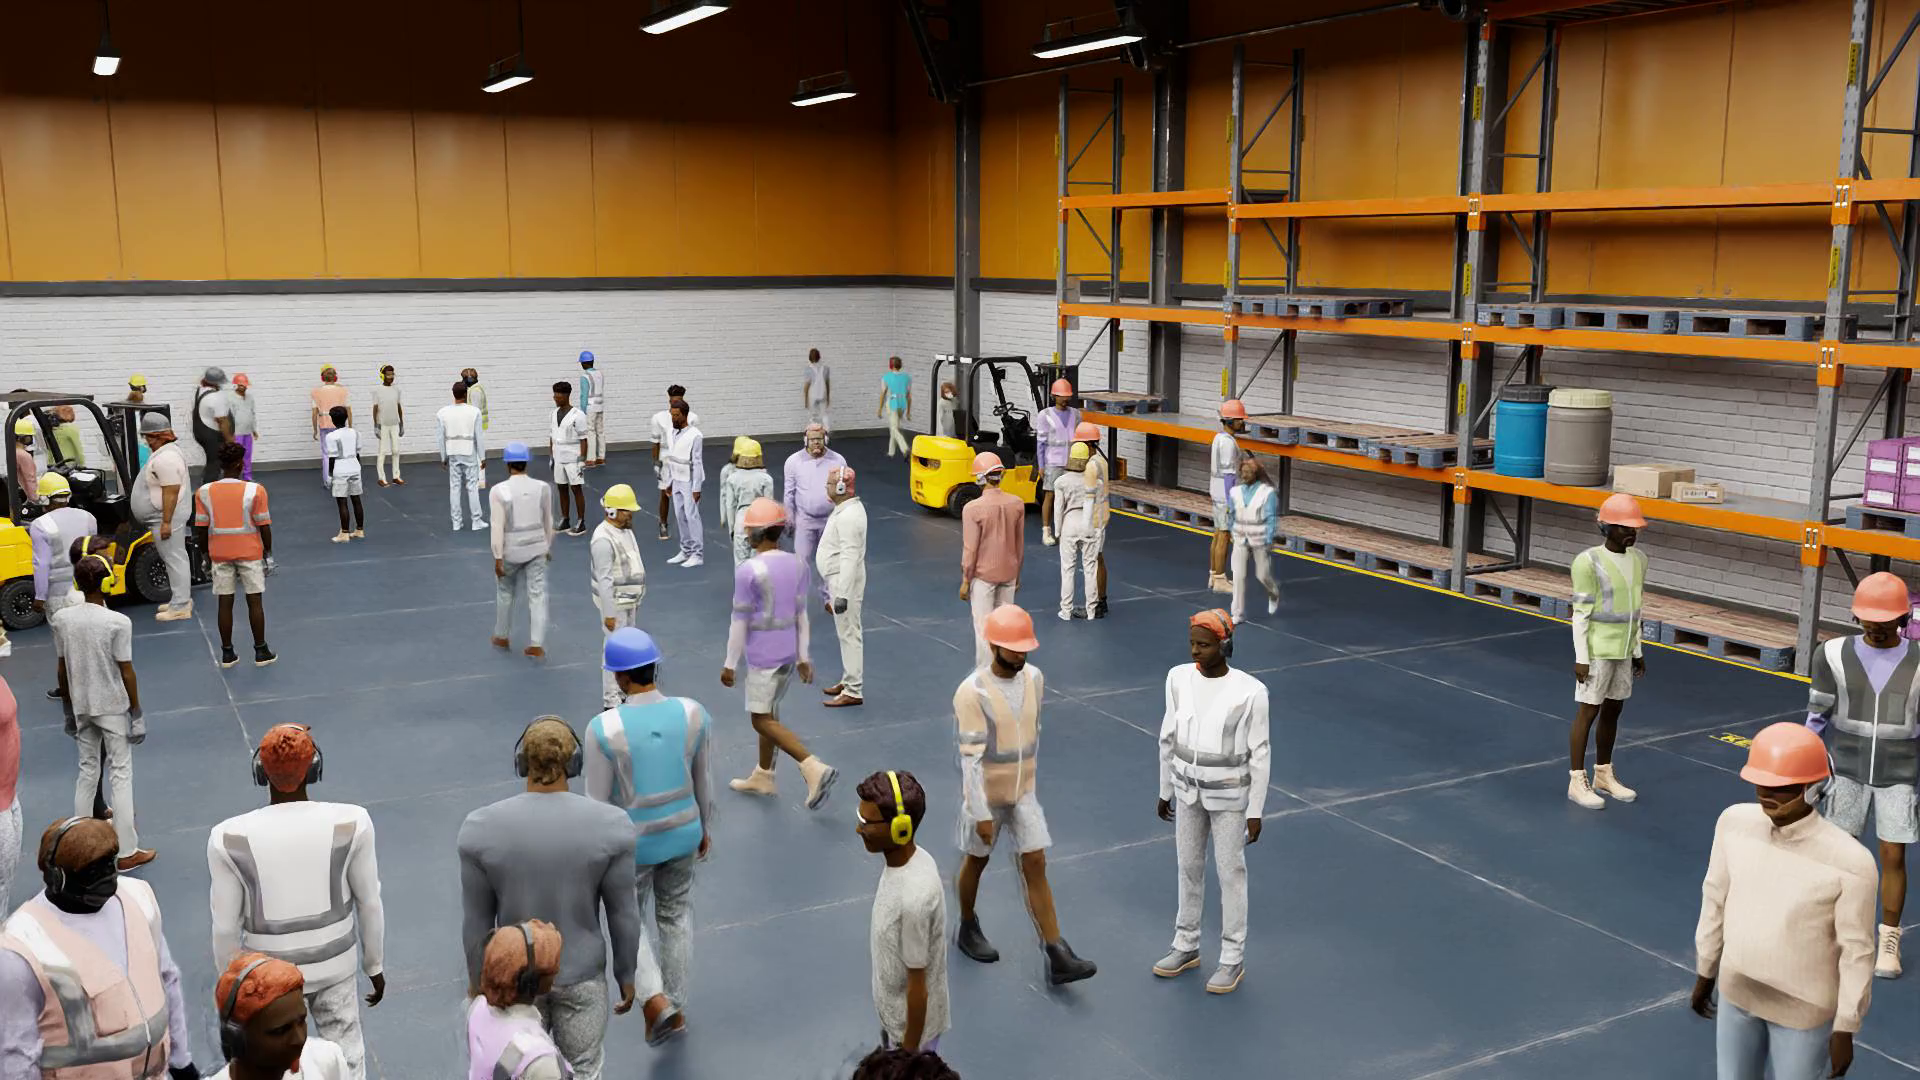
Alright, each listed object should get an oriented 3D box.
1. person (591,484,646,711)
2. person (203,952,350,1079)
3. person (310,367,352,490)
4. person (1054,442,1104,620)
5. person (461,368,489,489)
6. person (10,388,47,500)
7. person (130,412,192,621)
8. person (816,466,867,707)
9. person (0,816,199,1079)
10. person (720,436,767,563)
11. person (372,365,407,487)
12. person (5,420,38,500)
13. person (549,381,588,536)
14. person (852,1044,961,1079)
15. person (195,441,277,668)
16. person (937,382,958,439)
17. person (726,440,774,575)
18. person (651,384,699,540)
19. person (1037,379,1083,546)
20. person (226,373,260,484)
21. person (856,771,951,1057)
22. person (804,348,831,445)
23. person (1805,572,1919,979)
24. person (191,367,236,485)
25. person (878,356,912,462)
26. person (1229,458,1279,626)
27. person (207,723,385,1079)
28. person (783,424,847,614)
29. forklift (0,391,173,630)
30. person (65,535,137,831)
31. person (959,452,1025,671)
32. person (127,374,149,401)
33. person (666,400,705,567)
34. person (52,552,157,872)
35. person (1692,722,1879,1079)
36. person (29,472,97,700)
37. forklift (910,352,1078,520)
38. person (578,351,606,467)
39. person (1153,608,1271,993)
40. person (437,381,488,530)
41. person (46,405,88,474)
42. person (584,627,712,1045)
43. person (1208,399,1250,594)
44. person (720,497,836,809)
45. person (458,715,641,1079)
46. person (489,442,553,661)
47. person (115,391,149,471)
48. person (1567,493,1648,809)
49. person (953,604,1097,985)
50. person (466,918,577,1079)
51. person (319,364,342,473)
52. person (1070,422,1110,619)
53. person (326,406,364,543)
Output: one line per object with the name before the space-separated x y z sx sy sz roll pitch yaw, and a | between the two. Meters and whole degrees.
person | -2.621 0.468 12.810 0.403 1.821 0.602 1 10 5
person | -1.628 1.946 4.194 0.896 1.848 0.611 4 11 21
person | -9.449 -1.673 25.052 0.570 1.844 0.379 -4 11 -20
person | 1.155 -0.087 16.218 0.491 1.744 0.295 -1 10 -3
person | -7.368 -1.695 25.232 0.429 1.831 0.638 -3 10 -17
person | -11.103 -0.829 19.848 0.361 1.963 0.614 -3 10 -17
person | -7.793 -0.240 16.242 0.536 2.000 0.688 -4 11 -20
person | -0.934 0.360 13.171 0.407 1.910 0.640 0 10 -2
person | -2.751 1.762 5.325 0.429 1.838 0.631 3 10 18
person | -2.245 -0.278 17.453 0.501 1.702 0.764 0 10 0
person | -8.746 -1.748 25.470 0.326 1.856 0.518 8 13 39
person | -10.216 -0.438 18.193 0.536 1.763 0.331 8 13 38
person | -4.974 -1.037 21.049 0.613 1.962 0.362 6 12 33
person | -0.290 1.998 3.683 0.678 1.932 0.669 5 11 26
person | -6.240 0.125 14.359 0.614 1.963 0.362 -1 10 -7
person | -0.122 -1.647 25.638 0.311 1.593 0.695 6 11 31
person | -2.047 -0.115 16.380 0.487 1.744 0.312 2 10 12
person | -3.525 -0.968 20.712 0.619 1.954 0.394 -4 11 -21
person | 1.253 -0.946 20.318 0.630 2.036 0.417 -5 11 -26
person | -10.941 -1.675 25.369 0.354 1.743 0.565 3 10 15
person | -0.196 1.684 5.695 0.323 1.861 0.515 -1 10 -7
person | -2.587 -2.586 30.343 0.535 1.830 0.629 -5 11 -25
person | 4.525 1.155 8.269 0.613 2.029 0.408 6 12 31
person | -10.510 -1.498 23.488 0.547 2.000 0.784 -9 13 -42
person | -1.067 -2.247 28.490 0.566 1.805 0.887 -8 13 -38
person | 2.847 -0.001 16.074 0.516 1.618 0.703 7 12 34
person | -2.419 1.596 6.122 0.581 1.882 0.339 -4 11 -23
person | -1.408 -0.198 16.392 0.652 1.905 0.402 -3 10 -15
forklift | -9.026 -0.363 16.508 1.214 2.155 2.313 6 11 29
person | -5.322 0.891 10.264 0.312 1.859 0.596 -5 11 -25
person | 0.249 0.279 13.407 0.608 1.989 0.387 -8 12 -37
person | -12.165 -1.572 24.701 0.324 1.769 0.523 -9 14 -43
person | -3.122 -0.651 19.001 0.381 1.911 0.593 -9 13 -42
person | -4.971 1.000 9.637 0.511 1.862 0.324 2 10 11
person | 2.839 1.595 5.822 0.402 1.990 0.622 -6 11 -29
person | -7.189 0.368 13.345 0.403 1.830 0.599 3 10 19
forklift | 0.460 -1.461 22.833 2.313 2.155 1.214 -5 11 -28
person | -6.147 -2.181 27.721 0.416 1.939 0.604 3 10 19
person | 1.219 1.255 8.090 0.583 1.882 0.337 8 13 39
person | -6.409 -1.080 21.428 0.587 1.920 0.394 1 10 4
person | -11.670 -0.976 21.707 0.505 1.623 0.358 4 11 22
person | -1.370 1.345 7.472 0.630 1.927 0.529 -6 12 -31
person | 2.833 -0.459 17.502 0.390 2.040 0.614 0 10 0
person | -1.156 0.737 10.699 0.835 2.020 0.607 6 11 29
person | -1.481 1.586 6.075 0.631 1.929 0.391 -2 10 -11
person | -3.927 0.082 14.755 0.634 1.906 0.916 -8 12 -38
person | -10.580 -1.016 21.460 0.509 1.793 0.896 2 10 11
person | 4.215 0.710 10.767 0.607 2.044 0.372 -6 11 -29
person | 0.258 1.247 8.112 0.565 1.883 0.976 -7 12 -35
person | -1.296 1.921 4.990 0.353 1.623 0.532 -6 12 -31
person | -10.195 -1.966 26.965 0.306 1.772 0.527 3 10 19
person | 1.266 -0.193 16.317 0.398 1.928 0.541 2 10 13
person | -7.600 -0.810 20.528 0.320 1.692 0.532 5 11 25
